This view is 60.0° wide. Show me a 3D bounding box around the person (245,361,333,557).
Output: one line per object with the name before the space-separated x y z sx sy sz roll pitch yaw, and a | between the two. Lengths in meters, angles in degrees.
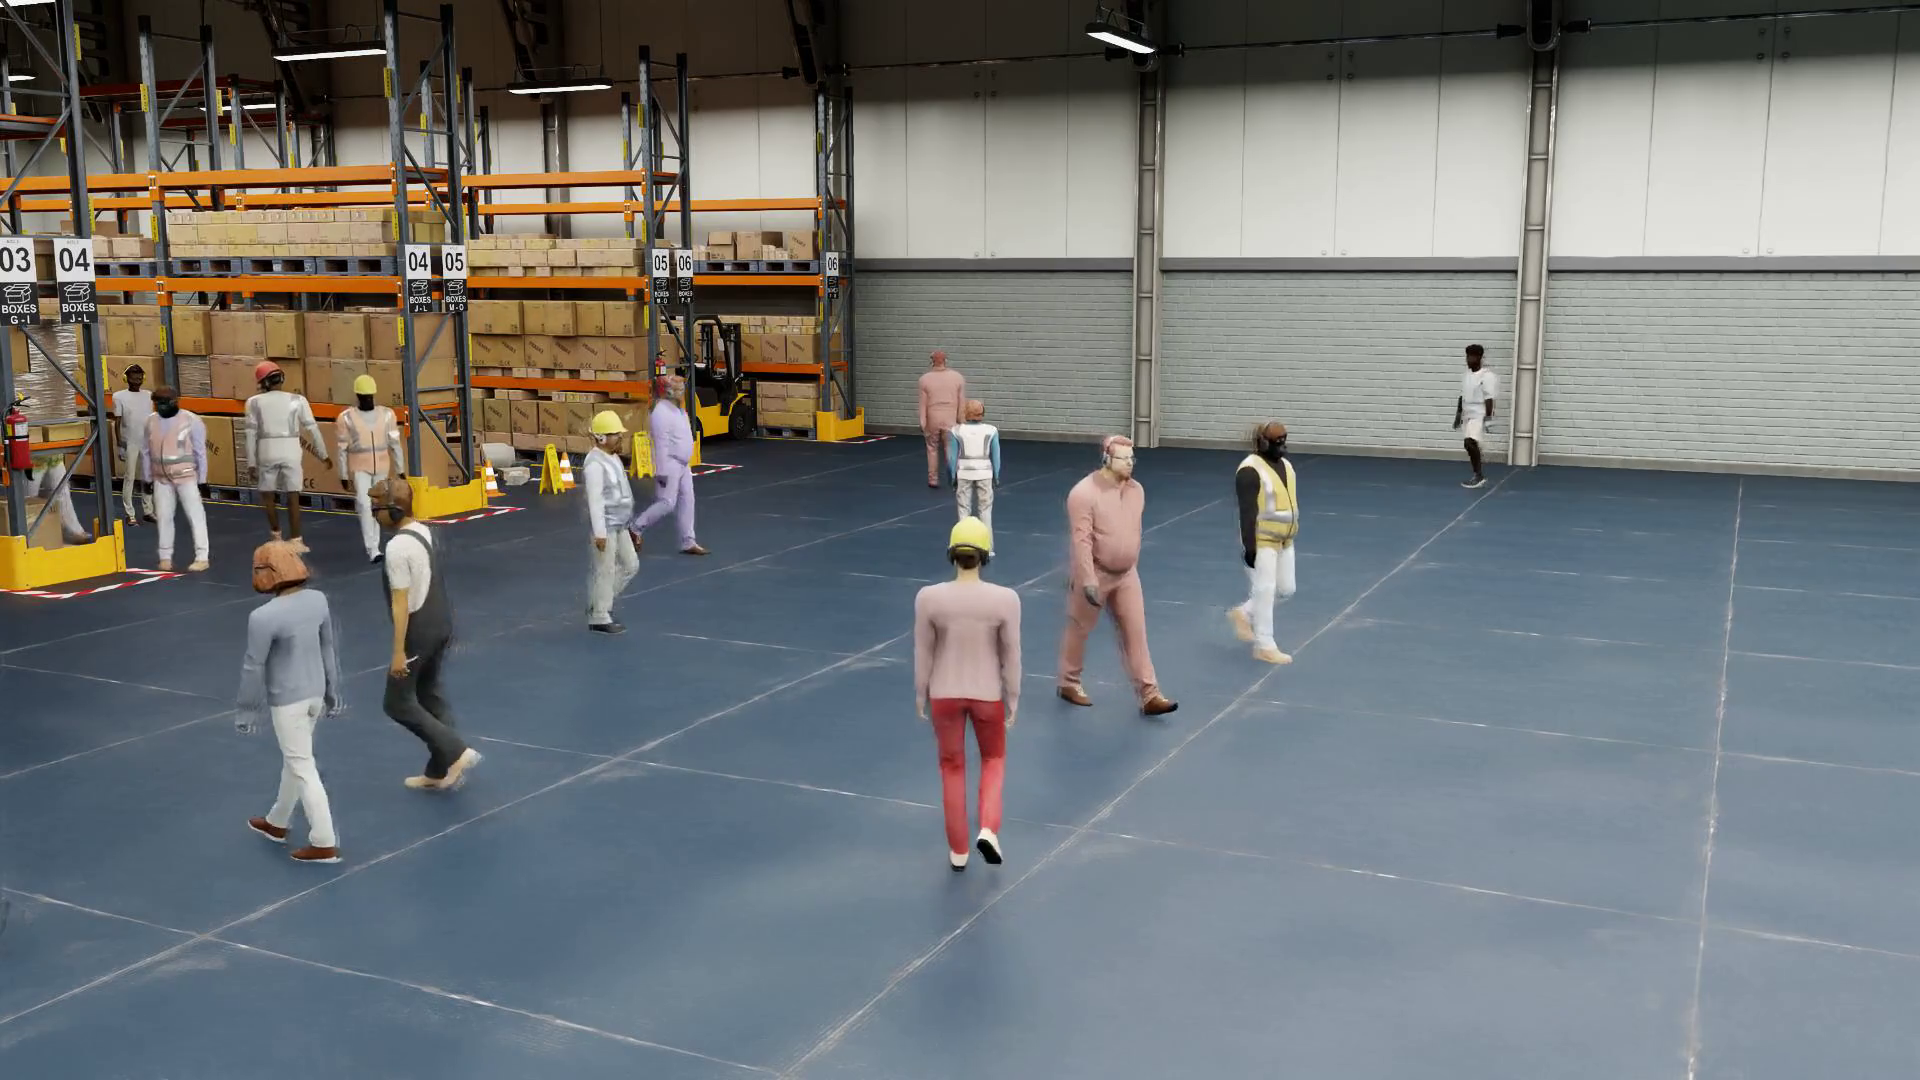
person | -6.935 -0.849 17.210 0.783 2.002 0.783 -2 10 -15

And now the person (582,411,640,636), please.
person | -2.812 -0.128 13.354 0.419 1.822 0.615 0 9 3

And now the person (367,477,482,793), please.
person | -2.962 0.553 9.196 0.494 1.821 0.607 1 9 5

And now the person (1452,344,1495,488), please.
person | 6.880 -1.659 22.354 0.494 1.944 0.626 -2 9 -12

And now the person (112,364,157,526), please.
person | -9.475 -1.097 19.185 0.328 1.865 0.520 6 11 32

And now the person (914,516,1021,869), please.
person | 0.034 0.761 8.140 0.524 1.755 0.394 0 9 1

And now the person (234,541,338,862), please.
person | -3.426 0.802 8.305 0.714 1.602 0.512 3 10 18

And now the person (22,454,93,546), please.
person | -9.622 -0.788 17.491 0.965 1.791 0.624 5 10 27

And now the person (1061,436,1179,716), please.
person | 1.004 0.240 11.006 0.653 1.854 0.980 -6 11 -32

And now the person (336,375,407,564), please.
person | -5.874 -0.698 16.680 0.591 1.886 0.945 -7 12 -37

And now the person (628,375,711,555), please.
person | -3.026 -0.763 17.098 0.799 1.882 0.650 2 9 11

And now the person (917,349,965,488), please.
person | -0.248 -1.603 22.210 0.654 1.885 0.709 -2 9 -10

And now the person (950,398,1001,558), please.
person | 0.154 -0.620 16.942 0.521 1.639 0.310 1 9 5

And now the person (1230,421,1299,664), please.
person | 2.277 0.005 12.542 0.631 1.827 0.553 -9 13 -44

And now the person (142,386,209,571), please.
person | -7.660 -0.594 16.248 0.636 1.828 0.439 2 9 10
